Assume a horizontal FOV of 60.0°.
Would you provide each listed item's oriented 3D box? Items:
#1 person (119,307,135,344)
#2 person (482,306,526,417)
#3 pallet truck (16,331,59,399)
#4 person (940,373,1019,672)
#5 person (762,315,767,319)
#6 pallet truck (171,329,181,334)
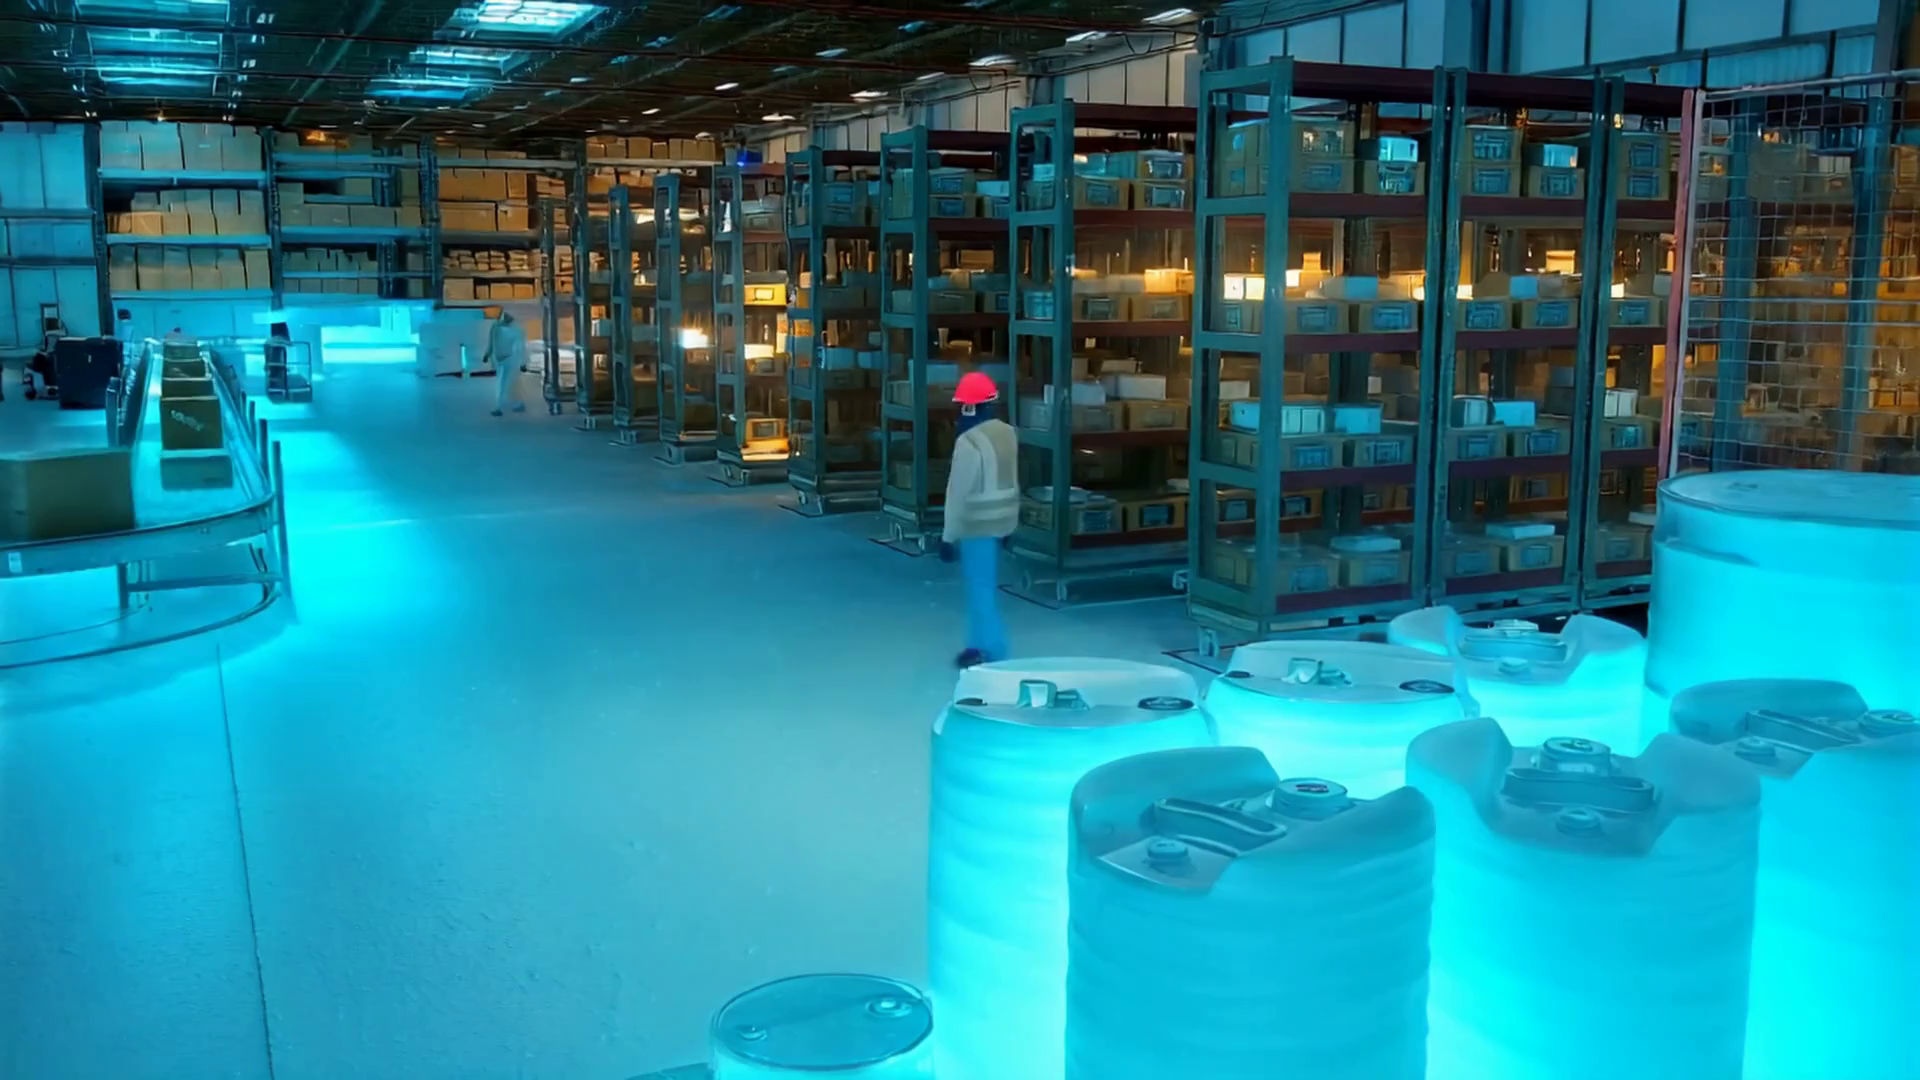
[{"bbox_3d":[-18.425,-4.326,36.801,0.507,1.630,0.277,8,12,41],"label":"person"},{"bbox_3d":[-7.629,-3.016,28.012,0.644,1.853,1.043,4,10,24],"label":"person"},{"bbox_3d":[-17.082,-3.353,31.781,1.630,1.274,0.653,-4,10,-25],"label":"pallet truck"},{"bbox_3d":[0.076,-0.083,9.884,0.545,1.810,0.617,5,10,29],"label":"person"},{"bbox_3d":[-4.098,-4.230,35.084,0.397,1.994,0.614,3,10,20],"label":"person"},{"bbox_3d":[-17.275,-3.851,35.096,1.601,1.201,0.680,0,9,1],"label":"pallet truck"}]
